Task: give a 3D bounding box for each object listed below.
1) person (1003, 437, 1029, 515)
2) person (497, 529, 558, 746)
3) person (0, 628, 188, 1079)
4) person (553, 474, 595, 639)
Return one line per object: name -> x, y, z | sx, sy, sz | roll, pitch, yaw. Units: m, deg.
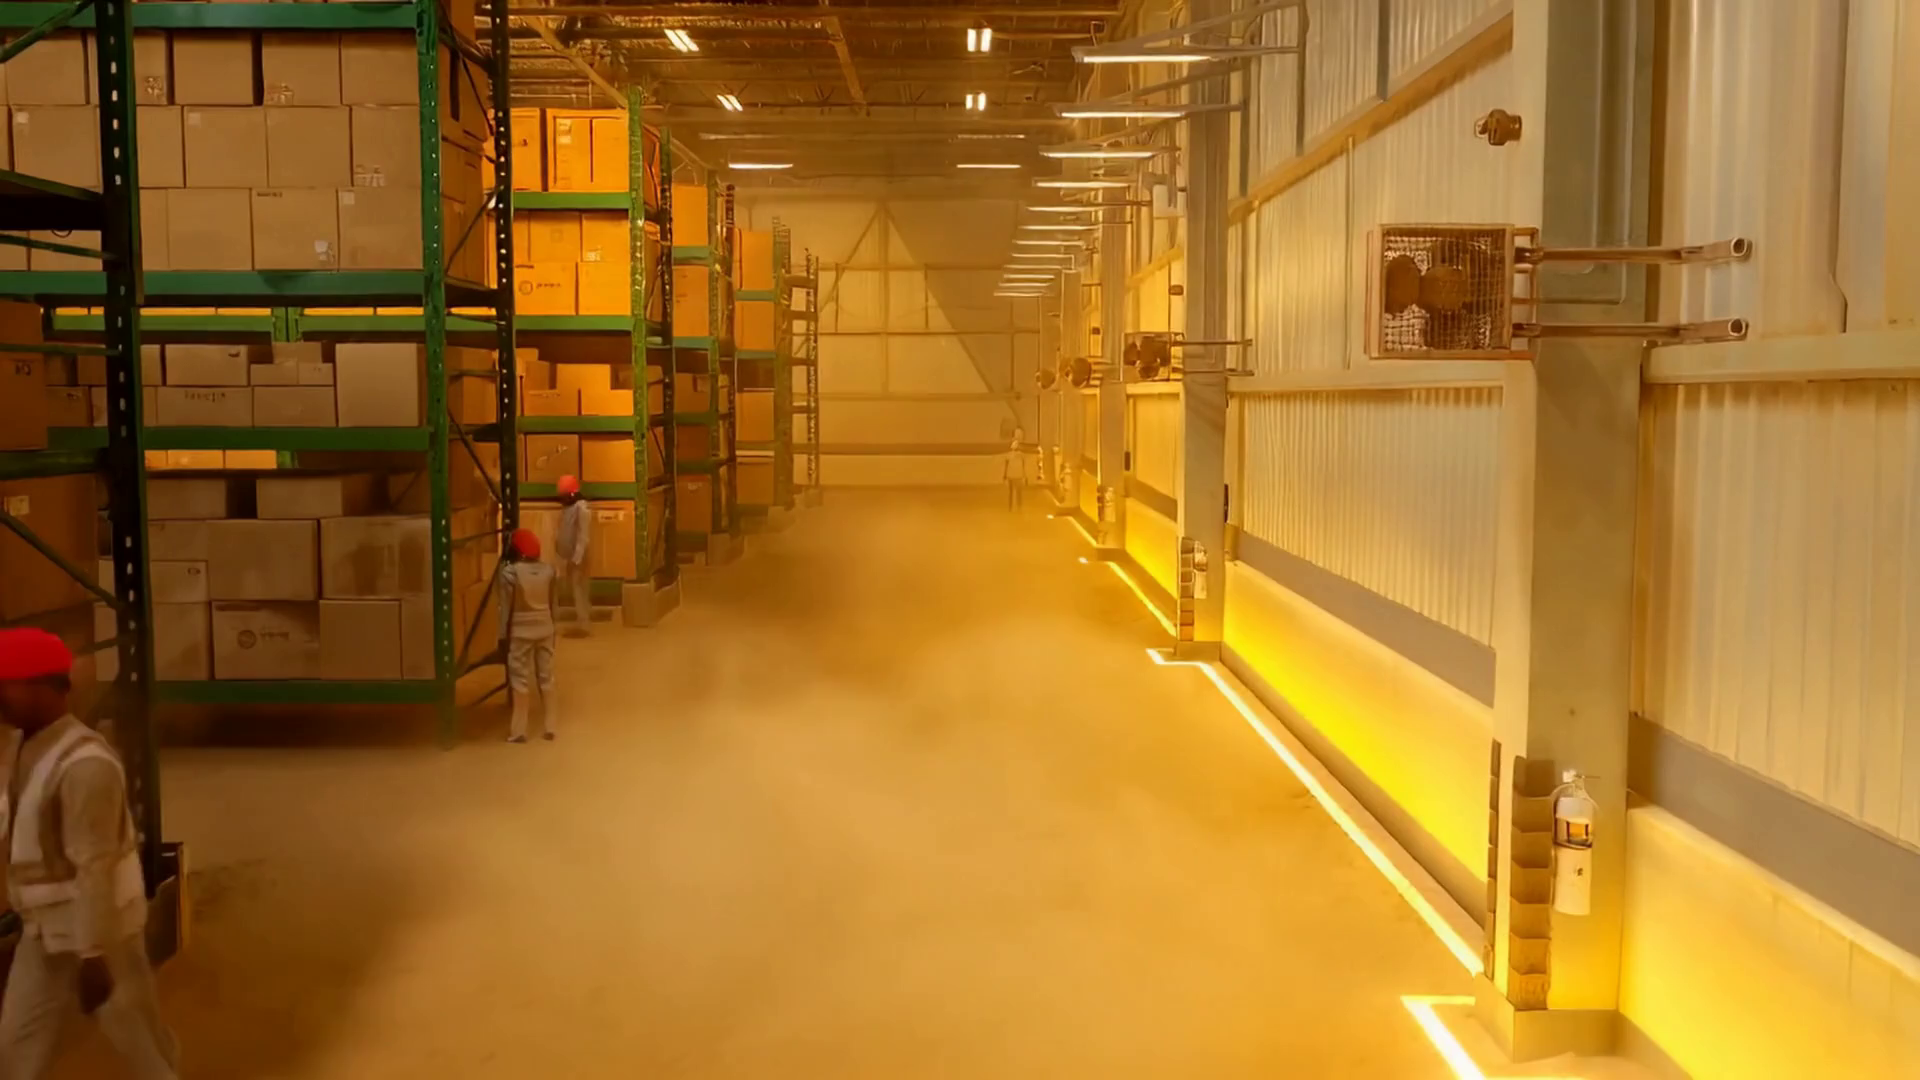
person -> 1.242, -1.419, 36.943 | 0.571, 1.747, 0.342 | 0, 5, 1
person -> -3.250, 0.736, 12.545 | 0.315, 1.632, 0.518 | 4, 7, 42
person -> -2.846, 1.228, 5.195 | 0.719, 1.891, 0.918 | 4, 6, 39
person -> -4.167, 0.191, 17.942 | 0.452, 1.802, 0.602 | -4, 6, -39
